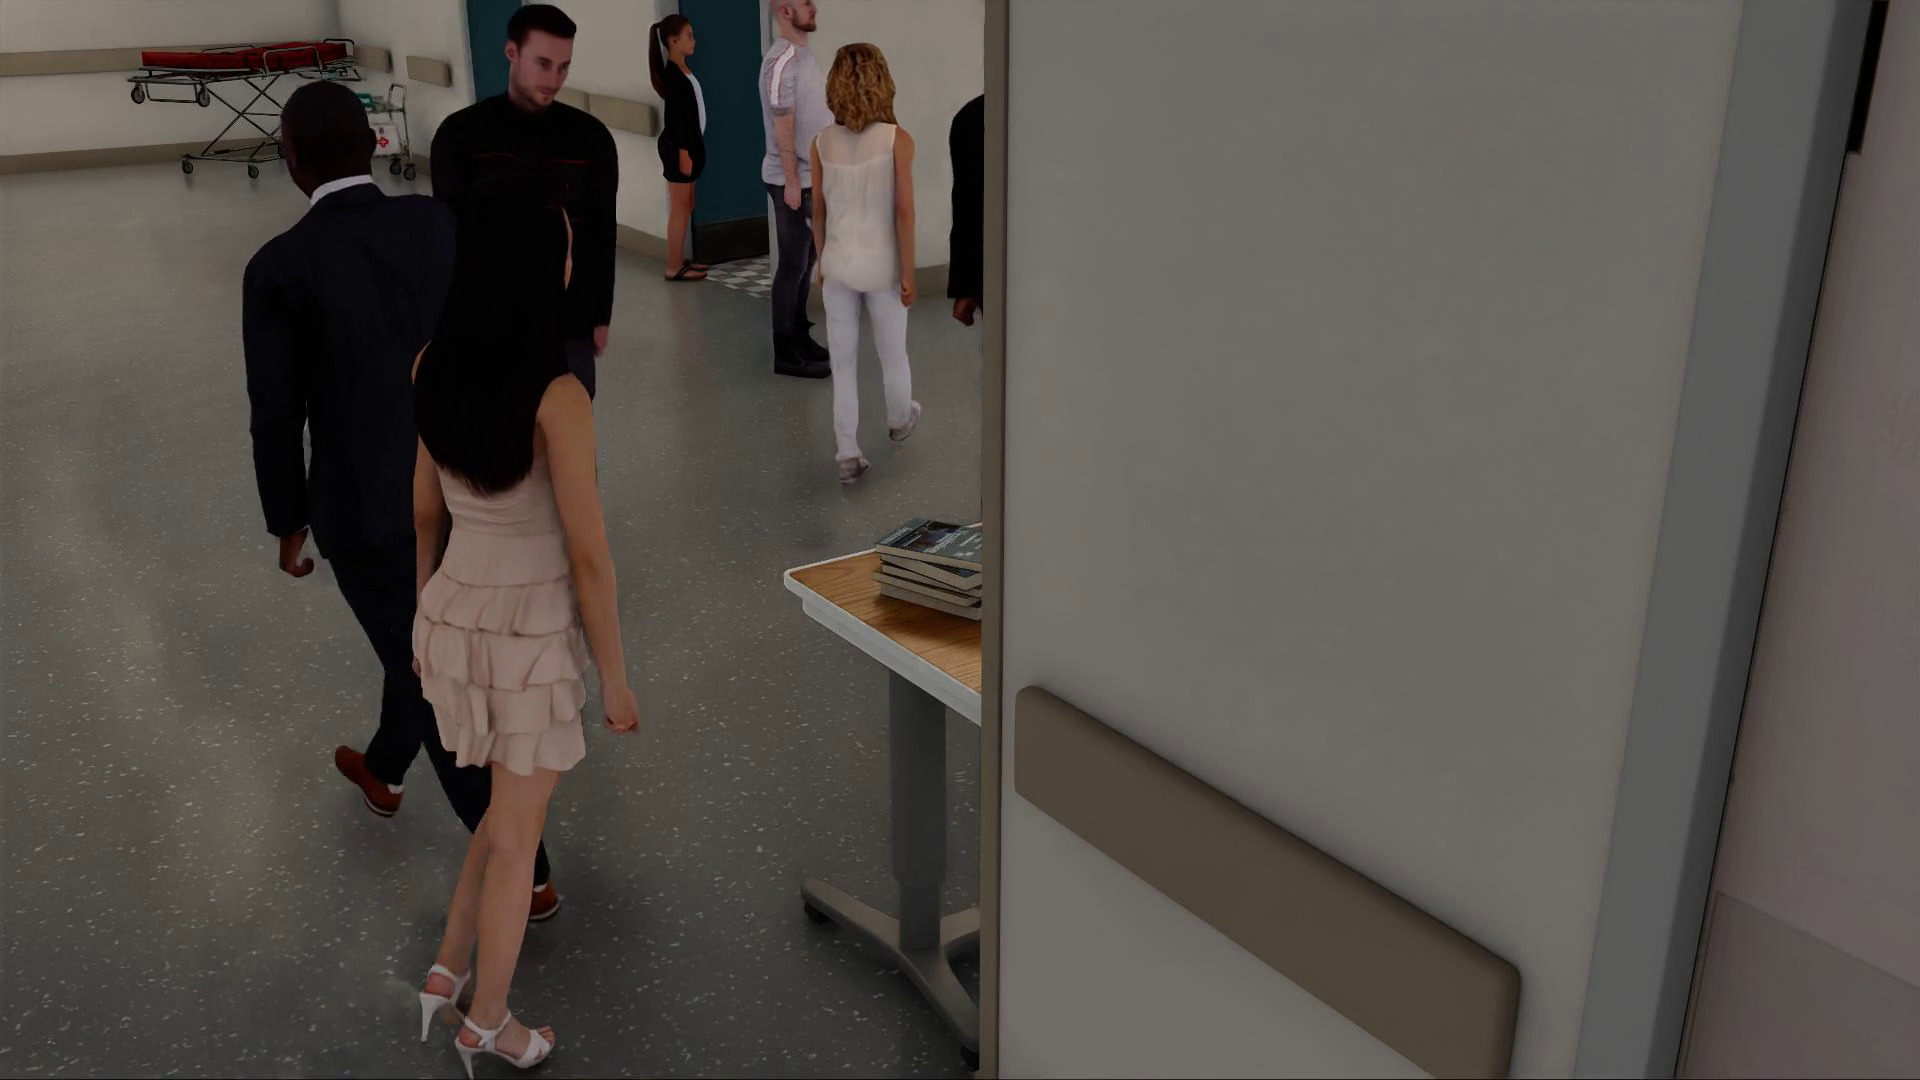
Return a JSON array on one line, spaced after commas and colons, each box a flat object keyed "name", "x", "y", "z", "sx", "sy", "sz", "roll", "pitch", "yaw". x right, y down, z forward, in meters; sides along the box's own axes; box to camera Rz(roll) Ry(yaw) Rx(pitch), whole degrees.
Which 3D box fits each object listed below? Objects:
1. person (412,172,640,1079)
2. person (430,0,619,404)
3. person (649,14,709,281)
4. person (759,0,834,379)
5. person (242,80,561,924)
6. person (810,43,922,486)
[{"name": "person", "x": -0.866, "y": 0.242, "z": 2.941, "sx": 0.648, "sy": 1.714, "sz": 0.725, "roll": 15, "pitch": 25, "yaw": 34}, {"name": "person", "x": -1.327, "y": -0.642, "z": 5.043, "sx": 0.874, "sy": 1.878, "sz": 0.995, "roll": -5, "pitch": 21, "yaw": -14}, {"name": "person", "x": -1.700, "y": -2.376, "z": 10.083, "sx": 0.684, "sy": 1.551, "sz": 0.611, "roll": 0, "pitch": 21, "yaw": -1}, {"name": "person", "x": -0.784, "y": -1.727, "z": 7.974, "sx": 0.812, "sy": 1.831, "sz": 0.742, "roll": 3, "pitch": 21, "yaw": 7}, {"name": "person", "x": -1.129, "y": -0.009, "z": 3.521, "sx": 1.304, "sy": 1.772, "sz": 0.957, "roll": 17, "pitch": 26, "yaw": 37}, {"name": "person", "x": -0.398, "y": -1.012, "z": 6.366, "sx": 1.022, "sy": 1.633, "sz": 1.057, "roll": 6, "pitch": 21, "yaw": 15}]
